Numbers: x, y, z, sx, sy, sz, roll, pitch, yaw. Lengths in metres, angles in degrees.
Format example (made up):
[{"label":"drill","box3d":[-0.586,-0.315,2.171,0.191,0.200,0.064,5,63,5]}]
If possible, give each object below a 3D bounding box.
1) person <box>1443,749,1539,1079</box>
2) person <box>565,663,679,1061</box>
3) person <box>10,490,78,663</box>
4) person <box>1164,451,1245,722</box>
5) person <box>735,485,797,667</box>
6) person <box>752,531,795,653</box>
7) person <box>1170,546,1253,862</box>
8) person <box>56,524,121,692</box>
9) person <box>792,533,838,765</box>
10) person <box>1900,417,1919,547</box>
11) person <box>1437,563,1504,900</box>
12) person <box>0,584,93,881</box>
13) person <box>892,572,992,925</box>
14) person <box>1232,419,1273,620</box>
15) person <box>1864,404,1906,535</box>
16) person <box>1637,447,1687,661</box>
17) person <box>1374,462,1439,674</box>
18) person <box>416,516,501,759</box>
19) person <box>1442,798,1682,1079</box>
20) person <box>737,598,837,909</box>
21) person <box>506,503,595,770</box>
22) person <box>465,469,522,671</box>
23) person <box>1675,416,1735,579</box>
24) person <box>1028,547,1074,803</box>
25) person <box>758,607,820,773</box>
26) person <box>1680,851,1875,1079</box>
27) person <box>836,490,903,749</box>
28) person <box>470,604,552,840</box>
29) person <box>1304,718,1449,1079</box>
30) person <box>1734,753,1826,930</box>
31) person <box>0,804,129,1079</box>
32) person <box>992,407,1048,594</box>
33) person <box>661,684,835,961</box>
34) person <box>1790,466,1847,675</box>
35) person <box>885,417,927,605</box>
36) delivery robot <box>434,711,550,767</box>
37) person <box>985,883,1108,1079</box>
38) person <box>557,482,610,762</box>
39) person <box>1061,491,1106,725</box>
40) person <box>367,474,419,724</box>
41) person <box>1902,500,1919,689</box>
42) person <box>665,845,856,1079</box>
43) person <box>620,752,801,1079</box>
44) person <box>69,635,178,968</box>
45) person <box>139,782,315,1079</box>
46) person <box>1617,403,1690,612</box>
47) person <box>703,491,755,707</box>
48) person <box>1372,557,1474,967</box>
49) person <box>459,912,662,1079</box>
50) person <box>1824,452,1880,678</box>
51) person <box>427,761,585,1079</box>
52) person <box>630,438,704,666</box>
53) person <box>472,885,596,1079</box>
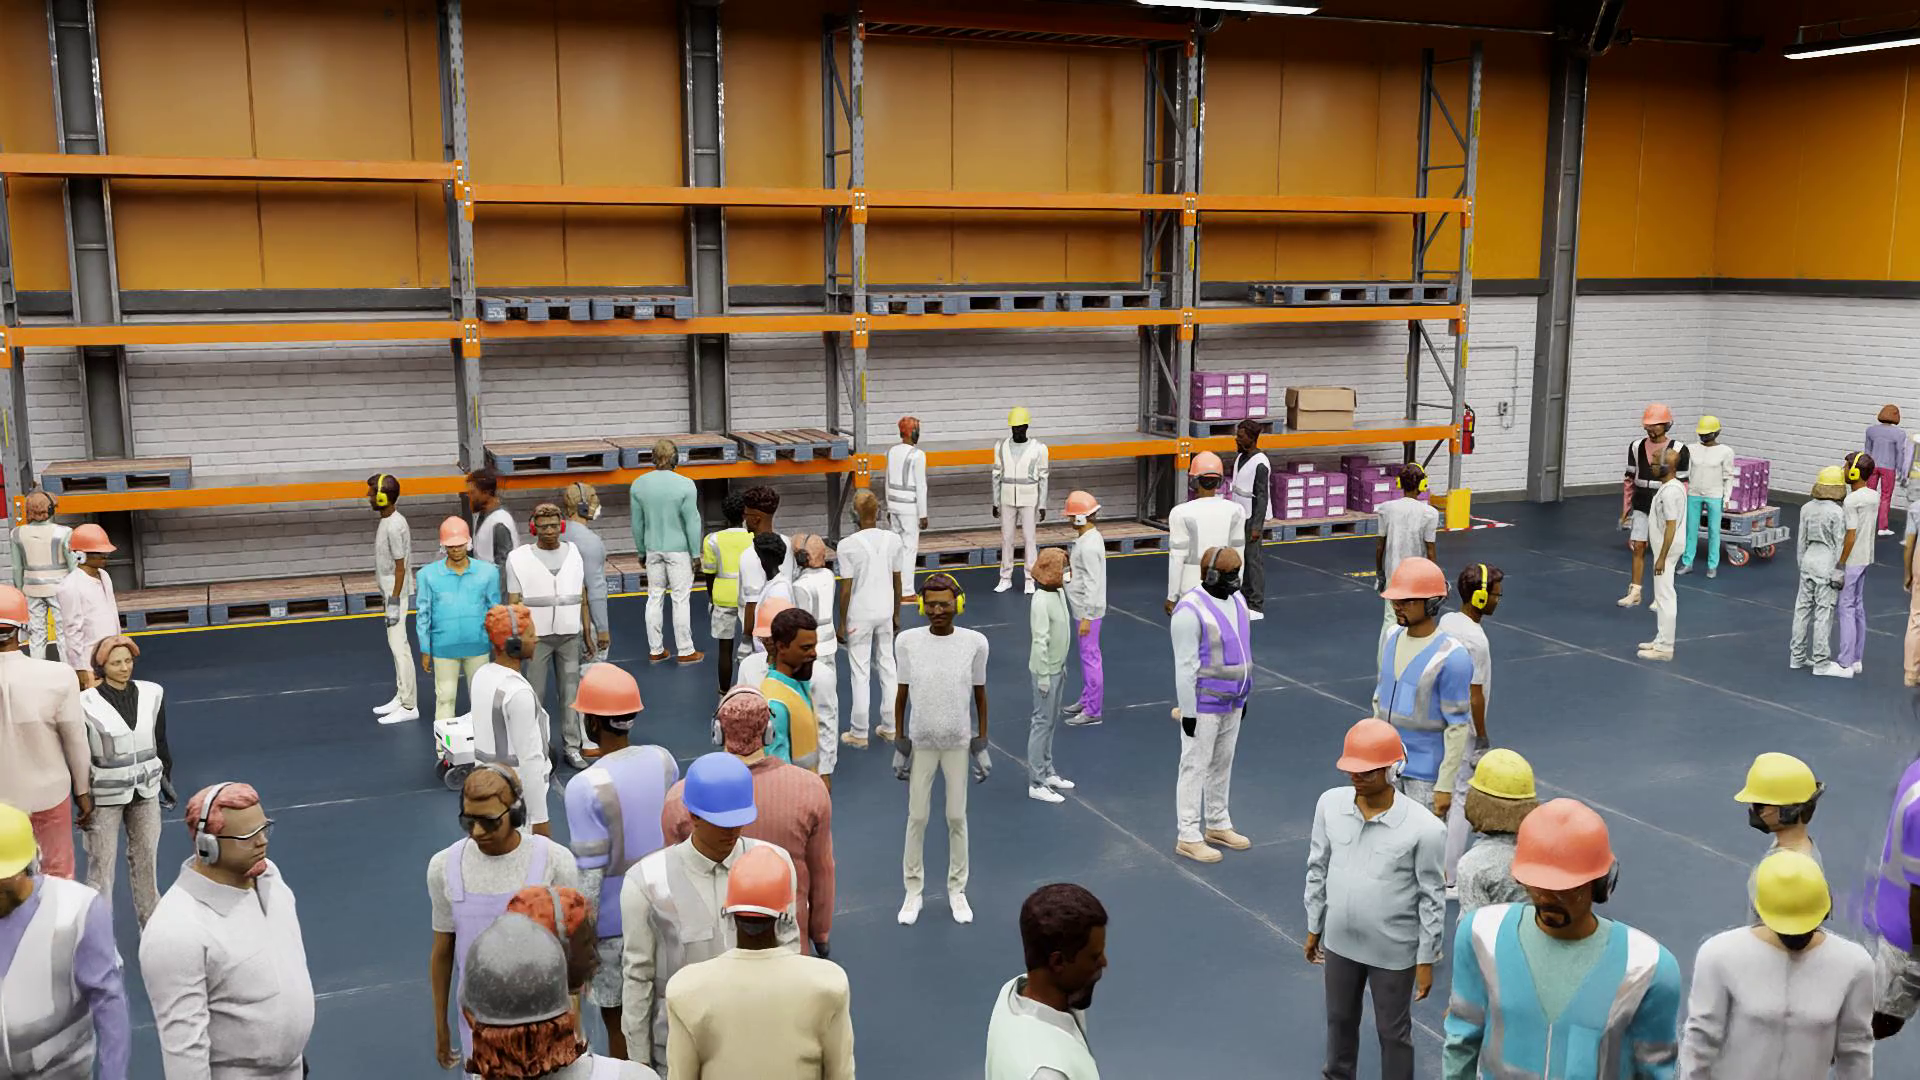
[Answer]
[{"label":"person","box3d":[1.934,1.606,6.018,0.492,1.742,0.320,-6,12,-32]},{"label":"person","box3d":[-1.328,1.431,6.466,0.377,1.938,0.547,6,11,31]},{"label":"person","box3d":[-7.167,0.430,13.092,0.522,1.640,0.306,-1,10,-3]},{"label":"person","box3d":[1.801,0.358,12.341,0.616,2.041,0.377,-3,10,-18]},{"label":"person","box3d":[-1.305,0.608,11.123,0.367,1.966,0.605,4,11,21]},{"label":"person","box3d":[-1.206,0.777,10.952,0.324,1.688,0.530,-2,10,-14]},{"label":"person","box3d":[1.471,0.935,9.631,0.430,1.836,0.626,9,13,42]},{"label":"person","box3d":[-5.637,0.757,10.879,0.343,1.749,0.571,-1,10,-5]},{"label":"person","box3d":[-0.988,0.762,11.173,0.312,1.642,0.512,4,10,20]},{"label":"person","box3d":[11.461,-0.726,19.751,0.515,1.639,0.314,2,10,9]},{"label":"person","box3d":[2.727,1.035,8.997,0.332,1.857,0.528,-1,10,-7]},{"label":"person","box3d":[-4.350,1.190,7.693,0.611,1.995,0.380,-6,11,-29]},{"label":"person","box3d":[-0.094,1.081,8.675,0.521,1.873,0.335,0,10,0]},{"label":"person","box3d":[2.764,-0.195,15.889,0.391,1.919,0.590,-2,10,-14]},{"label":"person","box3d":[11.451,-0.871,20.634,0.281,1.624,0.493,-6,12,-33]},{"label":"person","box3d":[6.056,0.118,14.304,0.324,1.842,0.514,5,11,26]},{"label":"person","box3d":[3.520,0.314,13.132,0.511,1.863,0.327,7,12,35]},{"label":"person","box3d":[-3.352,0.705,11.178,0.567,1.751,0.329,-4,11,-23]},{"label":"person","box3d":[1.636,1.697,4.629,0.614,2.040,0.391,6,11,29]},{"label":"person","box3d":[-0.919,1.154,8.589,0.574,1.749,0.337,4,11,21]},{"label":"person","box3d":[-2.754,0.658,11.192,0.570,1.840,0.373,-6,11,-30]},{"label":"person","box3d":[-3.455,0.419,12.421,0.433,1.902,0.617,-5,11,-27]},{"label":"person","box3d":[8.017,-0.462,17.894,0.528,1.758,0.338,9,13,41]},{"label":"person","box3d":[0.584,0.850,10.685,0.277,1.633,0.507,3,10,17]},{"label":"person","box3d":[-0.803,1.246,7.593,0.394,1.916,0.590,0,10,0]},{"label":"person","box3d":[2.529,1.752,5.204,0.566,1.727,0.545,2,10,11]},{"label":"person","box3d":[-0.645,0.561,11.763,0.508,1.840,0.345,-6,12,-31]},{"label":"person","box3d":[-2.083,1.225,7.811,0.355,1.883,0.575,-8,13,-38]},{"label":"person","box3d":[1.566,1.534,6.402,0.572,1.749,0.341,9,13,42]},{"label":"person","box3d":[2.896,1.616,5.935,0.342,1.754,0.530,4,11,22]},{"label":"person","box3d":[-3.006,1.702,5.353,0.619,1.770,0.945,-4,10,-20]},{"label":"person","box3d":[0.607,-0.397,17.063,0.584,1.916,0.373,3,10,18]},{"label":"person","box3d":[-0.792,1.480,6.274,0.643,1.909,0.410,-2,10,-14]},{"label":"person","box3d":[7.190,0.248,13.842,0.295,1.744,0.491,-3,10,-17]},{"label":"person","box3d":[-0.543,-0.302,16.643,0.362,1.875,0.587,-7,12,-36]},{"label":"delivery robot","box3d":[-3.110,1.280,11.047,0.707,0.478,0.477,-6,11,-30]},{"label":"person","box3d":[0.217,1.812,4.333,0.392,1.916,0.592,-1,10,-5]},{"label":"person","box3d":[-2.601,0.559,11.490,0.372,1.940,0.630,-8,13,-39]},{"label":"person","box3d":[0.915,0.501,12.368,0.339,1.745,0.561,0,10,3]},{"label":"person","box3d":[-4.252,0.432,12.429,0.328,1.868,0.514,-4,11,-23]},{"label":"person","box3d":[7.780,0.302,13.238,0.351,1.847,0.507,-7,12,-37]},{"label":"person","box3d":[-0.594,1.774,5.016,0.564,1.752,0.339,-1,10,-4]},{"label":"person","box3d":[-0.791,1.617,5.405,0.604,1.939,0.415,-5,11,-26]},{"label":"person","box3d":[-4.143,1.271,8.240,0.311,1.642,0.513,6,12,33]},{"label":"person","box3d":[-2.208,1.672,5.167,0.409,1.906,0.652,1,10,4]},{"label":"person","box3d":[6.752,-0.315,16.223,0.393,2.041,0.614,-9,13,-42]},{"label":"person","box3d":[-1.685,0.472,12.686,0.534,1.697,0.318,0,10,-2]},{"label":"person","box3d":[2.201,1.090,8.126,0.374,2.044,0.605,-5,11,-25]},{"label":"person","box3d":[-1.008,1.833,3.854,0.682,2.000,0.537,-7,12,-36]},{"label":"person","box3d":[7.348,0.203,13.737,0.513,1.872,0.328,-9,13,-42]},{"label":"person","box3d":[-1.531,1.627,5.642,0.518,1.836,0.347,0,10,-1]},{"label":"person","box3d":[-2.472,0.107,14.093,0.627,1.940,0.371,3,10,18]},{"label":"person","box3d":[-1.151,1.837,4.381,0.423,1.861,0.633,-1,10,-6]}]
